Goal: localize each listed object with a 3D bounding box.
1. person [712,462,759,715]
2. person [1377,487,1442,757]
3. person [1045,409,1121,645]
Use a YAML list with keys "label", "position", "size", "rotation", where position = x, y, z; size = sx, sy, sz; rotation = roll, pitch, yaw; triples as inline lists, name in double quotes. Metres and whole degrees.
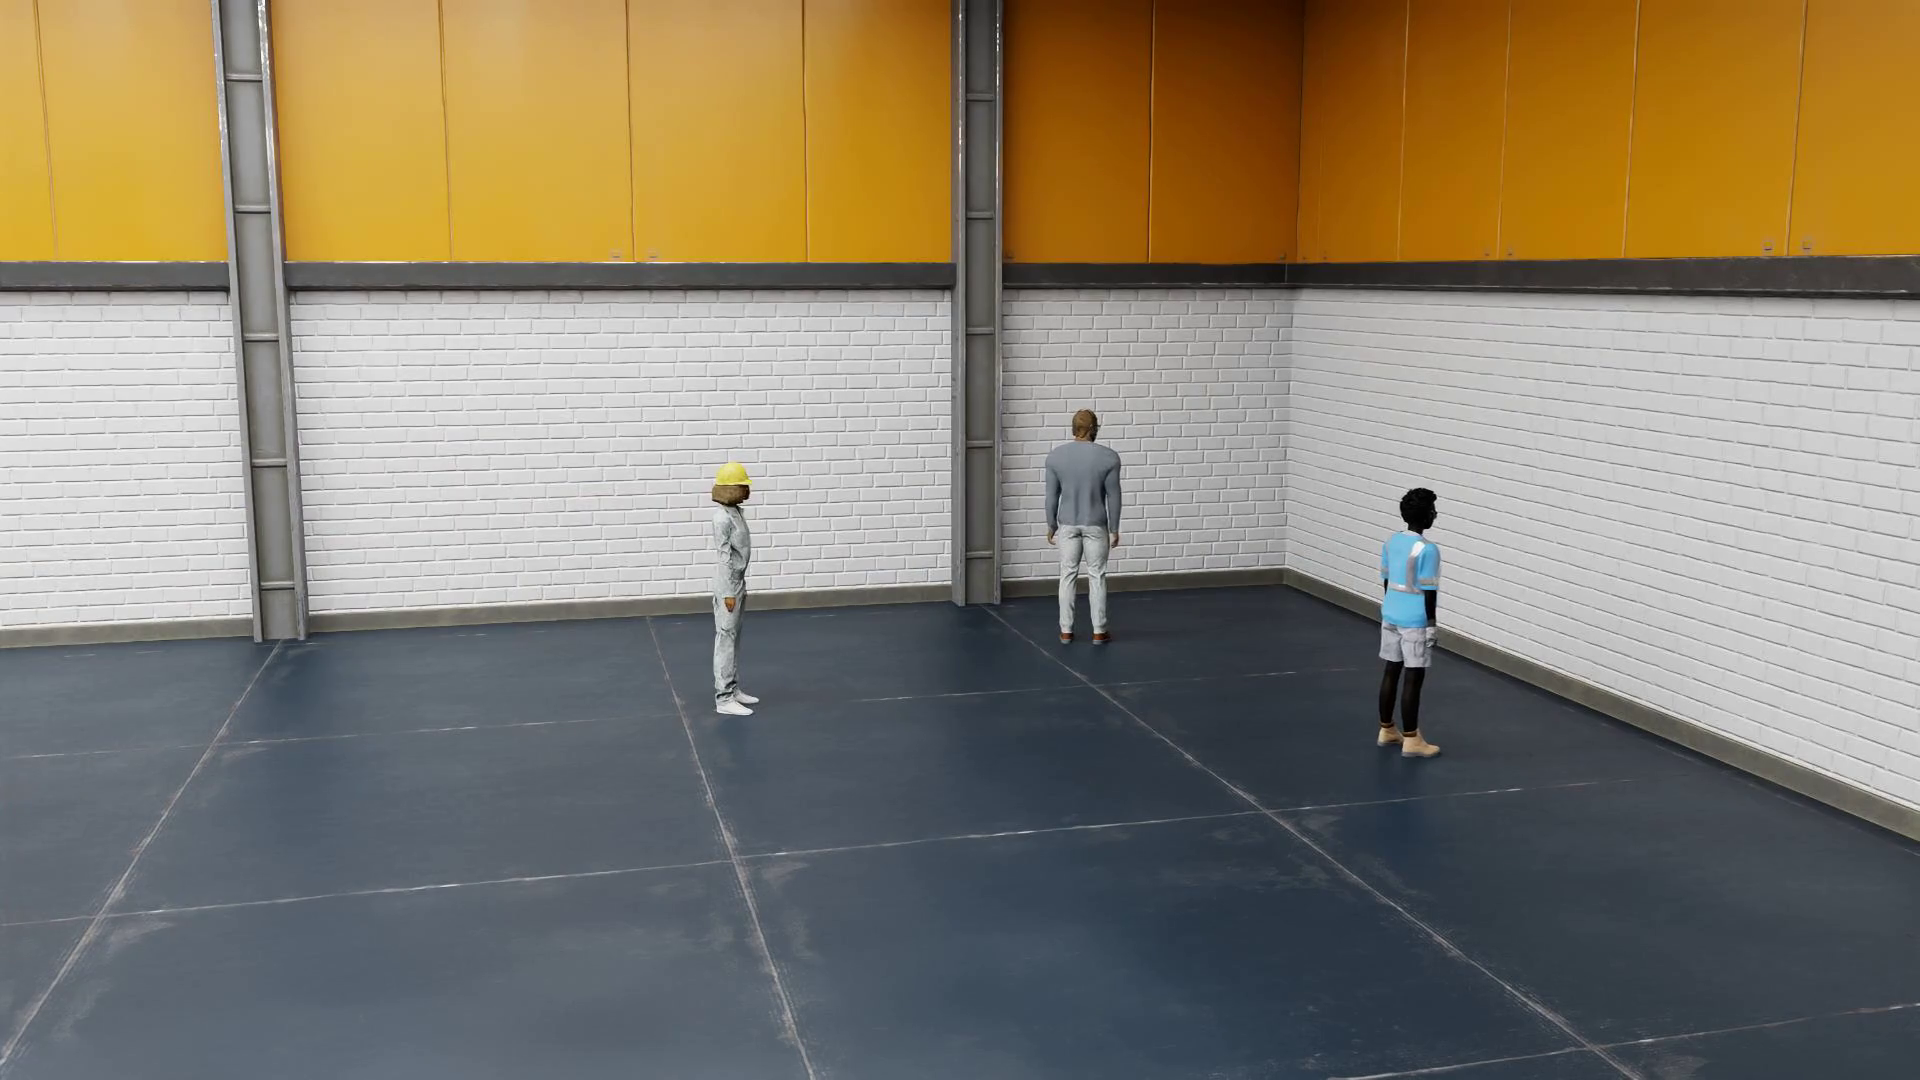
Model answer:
- label: "person"
  position: [-1.559, 0.328, 11.519]
  size: [0.297, 1.744, 0.487]
  rotation: [0, 9, 2]
- label: "person"
  position: [2.848, 0.512, 10.515]
  size: [0.321, 1.695, 0.537]
  rotation: [-3, 10, -17]
- label: "person"
  position: [1.006, -0.105, 13.624]
  size: [0.630, 1.935, 0.369]
  rotation: [2, 9, 13]
